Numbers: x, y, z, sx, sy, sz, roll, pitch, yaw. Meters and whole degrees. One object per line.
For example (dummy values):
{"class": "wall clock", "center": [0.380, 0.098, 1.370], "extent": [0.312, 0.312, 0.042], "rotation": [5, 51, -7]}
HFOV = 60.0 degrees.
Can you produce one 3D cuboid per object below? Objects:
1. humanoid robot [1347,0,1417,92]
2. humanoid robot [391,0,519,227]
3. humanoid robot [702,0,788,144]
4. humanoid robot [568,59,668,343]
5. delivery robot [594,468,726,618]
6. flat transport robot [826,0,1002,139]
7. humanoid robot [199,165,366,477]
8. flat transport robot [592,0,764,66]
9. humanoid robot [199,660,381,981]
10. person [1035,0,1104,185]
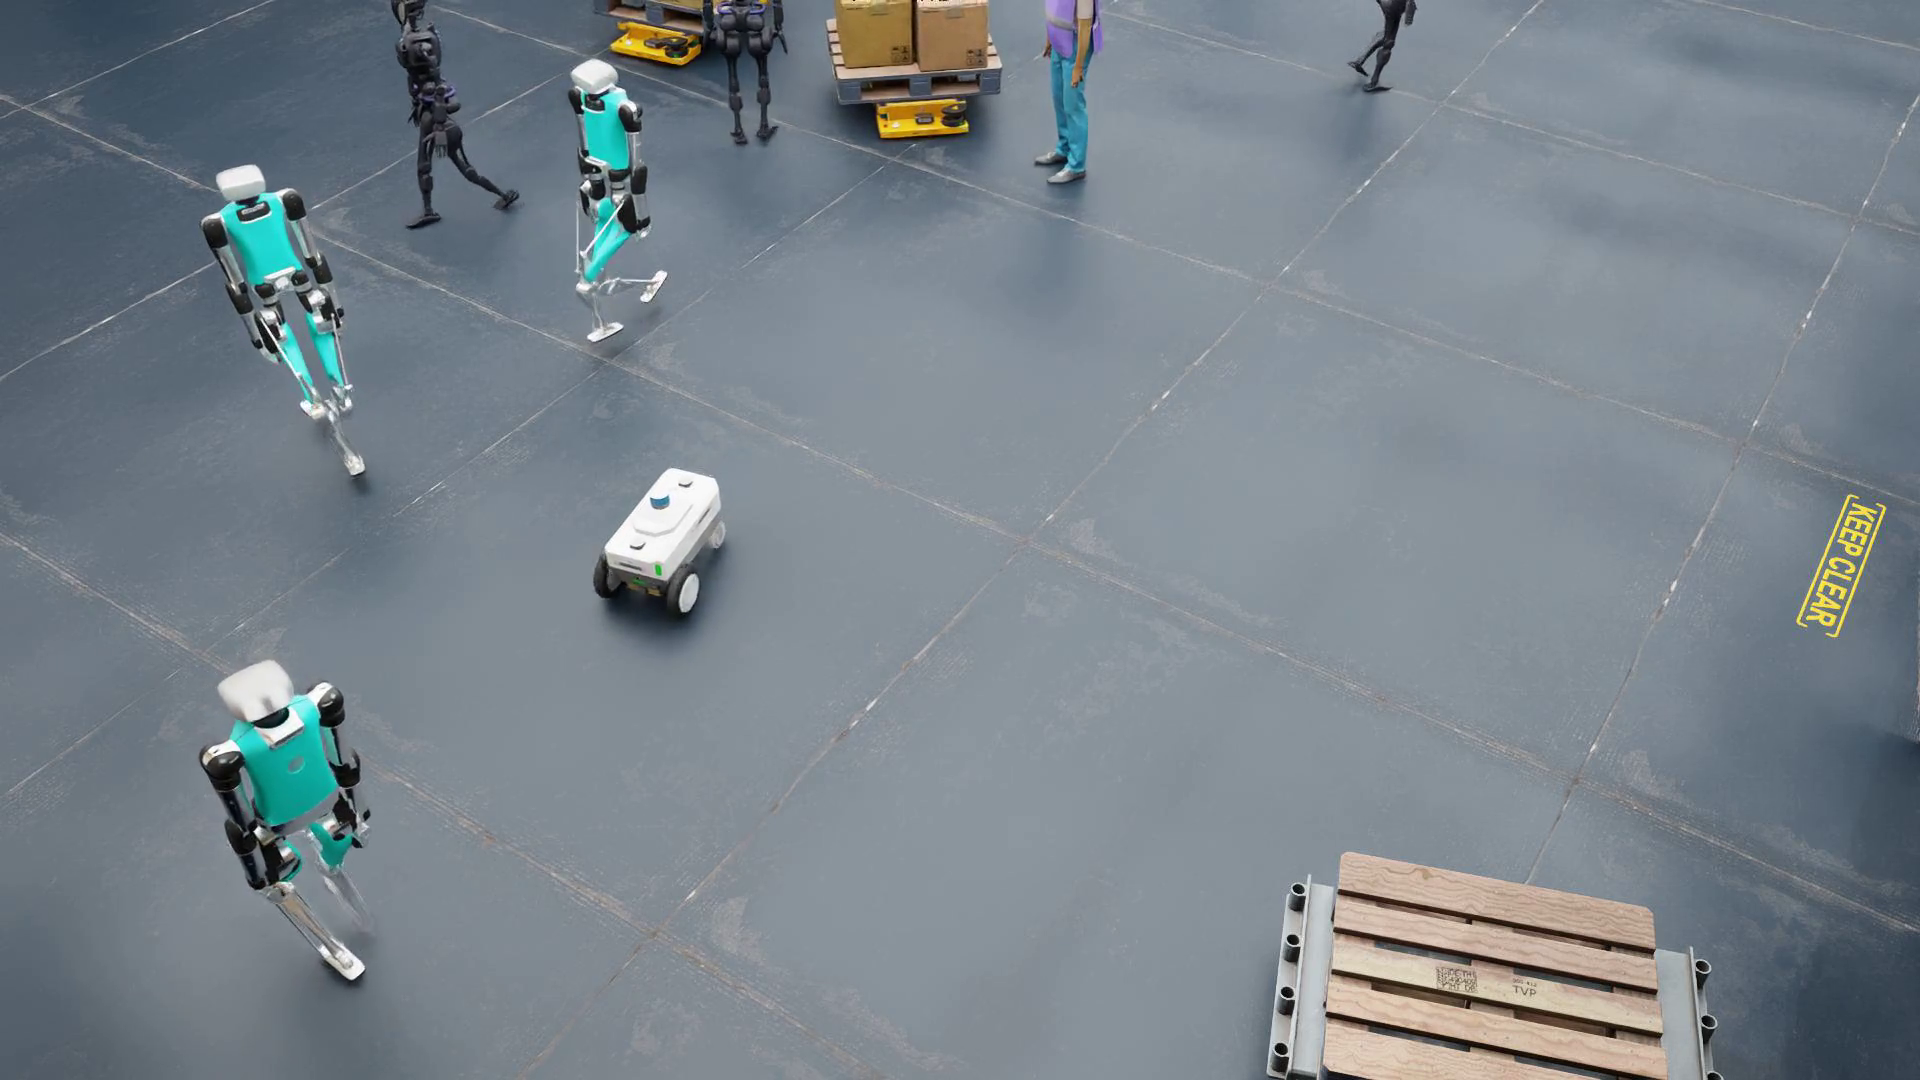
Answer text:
{"class": "humanoid robot", "center": [3.202, -4.126, 12.339], "extent": [0.374, 1.642, 0.610], "rotation": [-10, 43, -11]}
{"class": "humanoid robot", "center": [-3.408, -2.816, 10.923], "extent": [0.771, 1.655, 0.602], "rotation": [-24, 47, -24]}
{"class": "humanoid robot", "center": [-1.541, -3.625, 11.780], "extent": [0.610, 1.649, 0.353], "rotation": [-1, 42, -1]}
{"class": "humanoid robot", "center": [-2.131, -1.928, 9.819], "extent": [0.556, 1.732, 0.995], "rotation": [27, 48, 27]}
{"class": "delivery robot", "center": [-1.527, 0.001, 8.577], "extent": [0.499, 0.613, 0.811], "rotation": [14, 44, 15]}
{"class": "flat transport robot", "center": [-0.360, -3.488, 12.682], "extent": [0.659, 0.231, 1.431], "rotation": [-6, 42, -6]}
{"class": "humanoid robot", "center": [-3.482, -1.063, 8.896], "extent": [0.550, 1.732, 0.996], "rotation": [-27, 48, -27]}
{"class": "flat transport robot", "center": [-2.194, -4.292, 13.582], "extent": [0.659, 0.231, 1.431], "rotation": [16, 44, 17]}
{"class": "humanoid robot", "center": [-2.619, 1.106, 6.488], "extent": [0.665, 1.854, 0.554], "rotation": [30, 50, 29]}
{"class": "person", "center": [0.754, -3.342, 11.350], "extent": [0.396, 1.833, 0.565], "rotation": [-13, 43, -14]}
